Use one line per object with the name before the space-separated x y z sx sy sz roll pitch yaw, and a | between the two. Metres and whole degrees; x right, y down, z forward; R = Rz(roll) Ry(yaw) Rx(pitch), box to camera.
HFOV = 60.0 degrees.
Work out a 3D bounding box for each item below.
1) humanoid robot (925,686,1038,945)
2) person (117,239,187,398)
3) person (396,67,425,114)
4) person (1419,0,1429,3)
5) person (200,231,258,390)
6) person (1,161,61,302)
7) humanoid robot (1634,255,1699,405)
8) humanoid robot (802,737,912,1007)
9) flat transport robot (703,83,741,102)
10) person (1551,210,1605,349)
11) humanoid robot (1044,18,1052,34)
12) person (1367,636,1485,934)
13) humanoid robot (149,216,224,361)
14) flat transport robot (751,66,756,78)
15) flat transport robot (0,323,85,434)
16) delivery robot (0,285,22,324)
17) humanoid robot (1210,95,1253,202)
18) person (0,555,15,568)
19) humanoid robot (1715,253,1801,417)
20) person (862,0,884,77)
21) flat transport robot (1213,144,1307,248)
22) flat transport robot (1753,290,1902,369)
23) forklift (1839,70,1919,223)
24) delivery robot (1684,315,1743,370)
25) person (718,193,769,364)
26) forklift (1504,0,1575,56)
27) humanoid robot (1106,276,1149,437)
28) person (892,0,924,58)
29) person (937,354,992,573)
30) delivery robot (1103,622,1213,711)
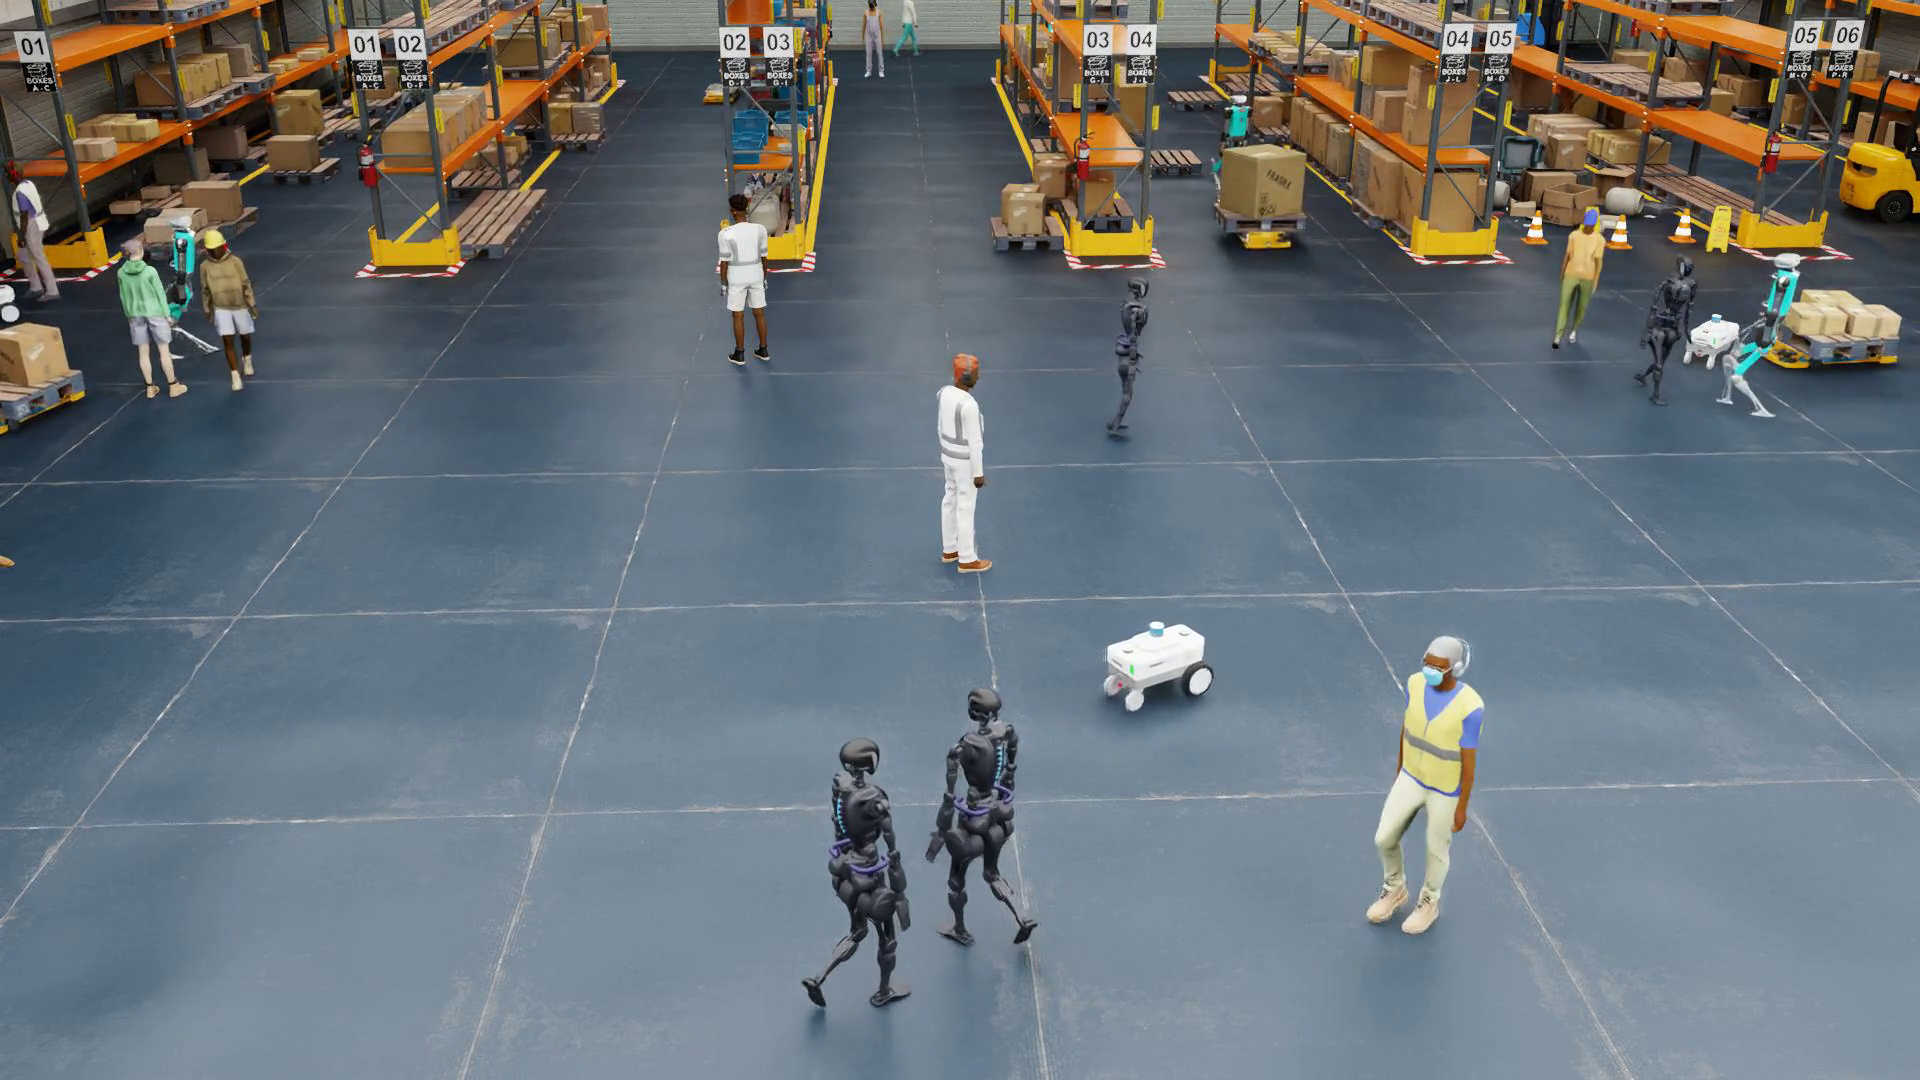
humanoid robot | 0.124 1.579 9.211 0.611 1.644 0.564 -22 32 -40
person | -8.806 -2.390 18.037 0.472 1.736 0.337 -1 24 -3
person | -10.837 -8.958 32.888 0.547 1.641 0.857 -2 24 -4
person | 11.662 -12.989 41.777 0.393 1.800 0.591 -5 25 -12
person | -8.117 -2.590 18.493 0.557 1.736 0.738 -10 26 -21
person | -12.098 -3.968 21.470 0.621 1.823 0.596 -11 26 -24
humanoid robot | 7.601 -2.329 18.046 0.600 1.635 0.707 -7 25 -16
humanoid robot | -0.532 1.791 8.729 0.593 1.634 0.588 -19 30 -36
flat transport robot | -5.218 -9.826 36.551 0.659 0.231 1.431 0 24 0
person | 7.303 -3.062 19.618 0.450 1.666 0.911 10 26 22
humanoid robot | 2.322 -12.974 41.655 0.735 1.677 0.533 5 25 12
person | 2.629 1.411 9.328 0.539 1.878 0.548 21 32 39
humanoid robot | -9.050 -2.827 19.011 0.938 1.723 0.569 -6 25 -13
flat transport robot | -4.380 -11.061 39.326 1.431 0.231 0.659 -1 24 -3
flat transport robot | -10.071 -1.404 17.627 0.659 0.231 1.431 6 25 13
delivery robot | -12.177 -2.959 20.752 0.752 0.581 0.502 -20 31 -37
humanoid robot | 4.293 -6.279 26.739 0.533 1.768 0.682 -13 27 -26
person | -8.311 -0.585 13.805 0.380 1.890 0.562 10 26 22
humanoid robot | 8.374 -2.190 17.638 0.866 1.781 0.563 15 28 31
person | -2.052 -11.827 39.112 0.525 1.851 0.439 1 24 3
flat transport robot | 4.461 -4.618 24.849 0.659 0.231 1.431 -1 24 -2
flat transport robot | 10.111 -2.223 19.467 1.431 0.231 0.659 -4 24 -9
forklift | 15.132 -6.143 25.915 2.313 2.155 1.214 -1 24 -2
delivery robot | 8.762 -2.324 19.351 0.499 0.601 0.783 22 32 40
person | -2.484 -3.006 19.159 0.601 1.957 0.382 -13 27 -28
forklift | 14.700 -13.805 42.301 1.873 2.768 1.129 -1 24 -2
humanoid robot | 1.709 -1.893 17.009 0.387 1.641 0.634 2 24 4
person | -1.359 -13.119 42.151 0.870 1.723 0.525 -9 25 -19
person | 0.025 -0.648 13.940 0.355 1.887 0.573 -13 27 -27
delivery robot | 1.434 0.883 12.134 0.791 0.592 0.499 -14 28 -29
